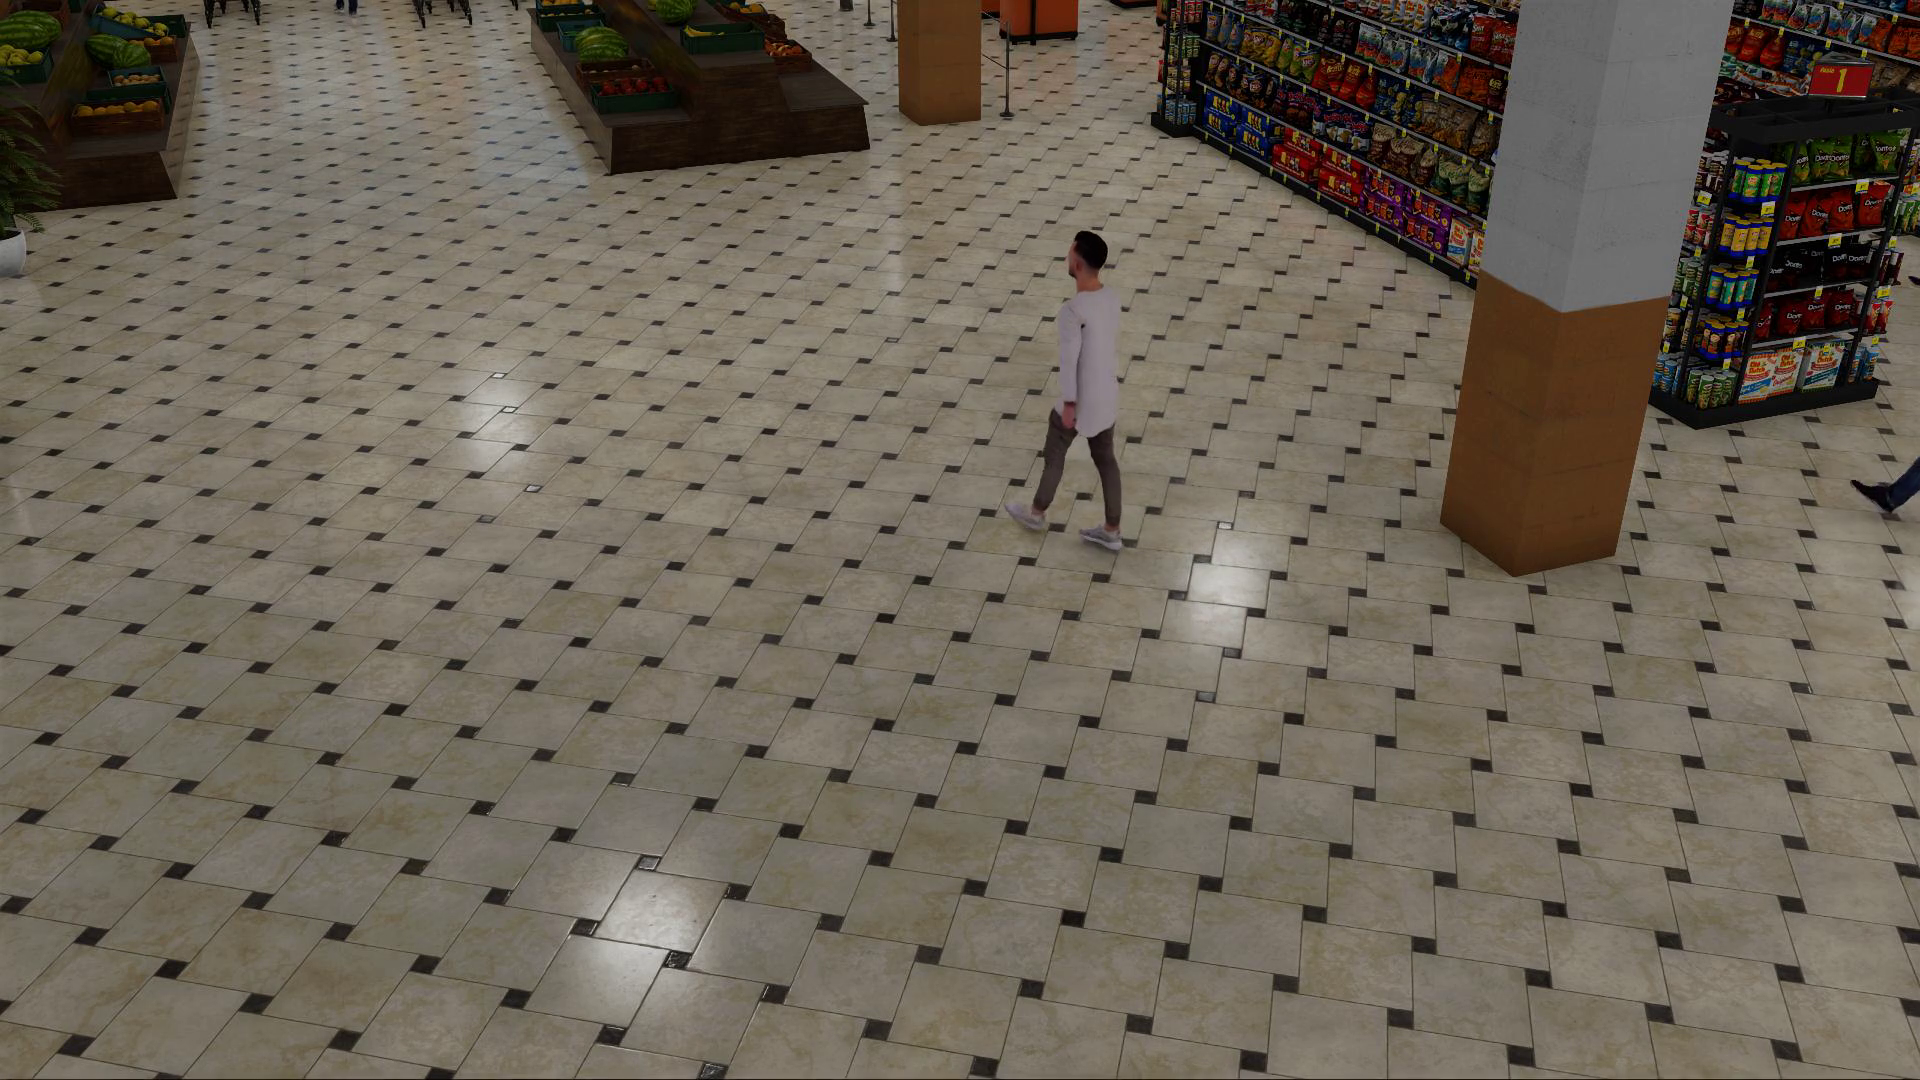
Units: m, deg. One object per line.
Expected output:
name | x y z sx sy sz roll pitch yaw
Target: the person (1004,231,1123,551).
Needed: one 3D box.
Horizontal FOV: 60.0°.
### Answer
person | 0.765 -0.762 9.102 1.118 1.808 0.968 23 36 35
